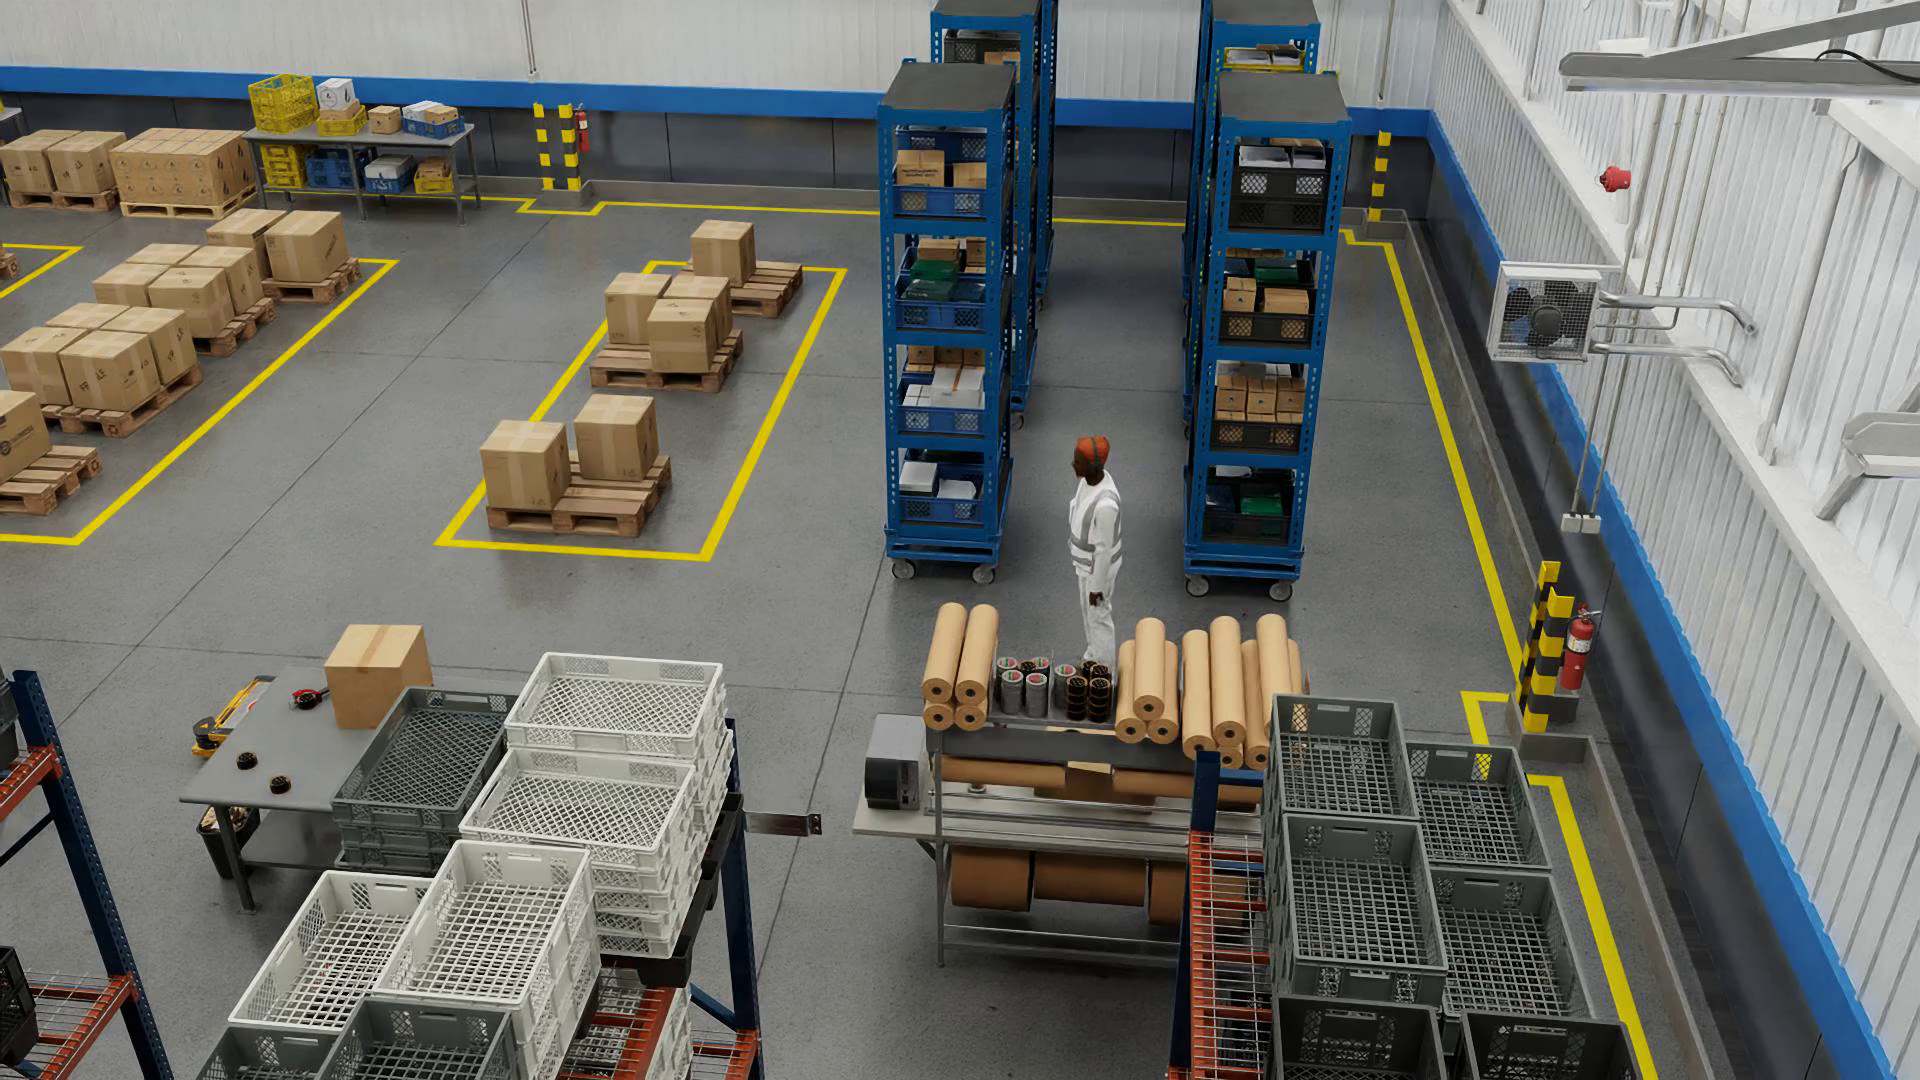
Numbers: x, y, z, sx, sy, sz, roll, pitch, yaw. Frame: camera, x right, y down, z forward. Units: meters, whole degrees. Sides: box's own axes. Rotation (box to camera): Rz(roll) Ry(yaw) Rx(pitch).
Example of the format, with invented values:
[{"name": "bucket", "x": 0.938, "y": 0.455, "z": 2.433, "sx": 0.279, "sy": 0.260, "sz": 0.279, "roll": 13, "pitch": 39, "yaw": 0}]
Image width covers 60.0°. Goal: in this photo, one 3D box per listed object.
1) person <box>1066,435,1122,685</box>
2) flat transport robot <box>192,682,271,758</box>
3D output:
[{"name": "person", "x": 0.867, "y": 0.165, "z": 10.798, "sx": 0.350, "sy": 1.876, "sz": 0.572, "roll": -3, "pitch": 30, "yaw": -6}, {"name": "flat transport robot", "x": -4.089, "y": 1.163, "z": 10.648, "sx": 1.431, "sy": 0.197, "sz": 0.652, "roll": 3, "pitch": 30, "yaw": 6}]
